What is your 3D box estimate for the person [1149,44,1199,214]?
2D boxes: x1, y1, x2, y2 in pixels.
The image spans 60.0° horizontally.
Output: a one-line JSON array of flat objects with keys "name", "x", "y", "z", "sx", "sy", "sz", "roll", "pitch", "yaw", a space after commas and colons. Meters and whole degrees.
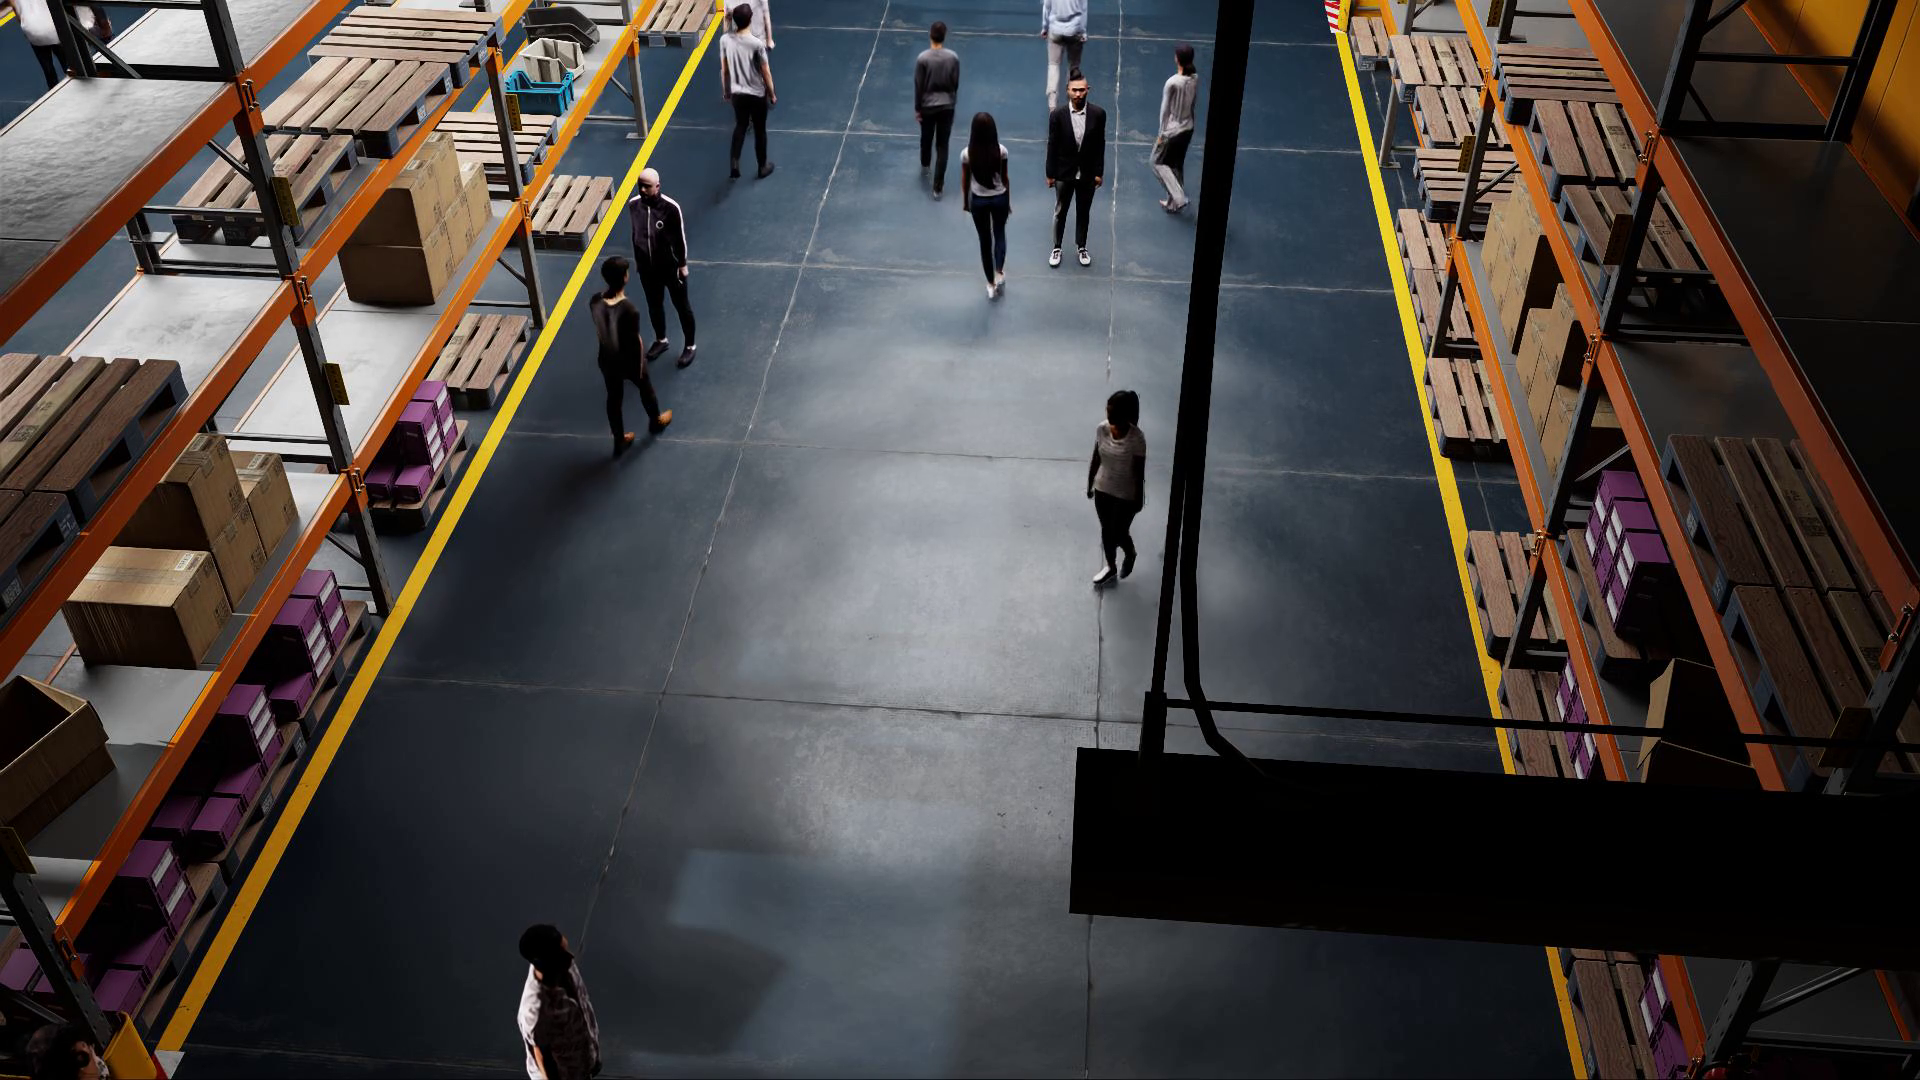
[{"name": "person", "x": 2.187, "y": -4.002, "z": 16.426, "sx": 0.796, "sy": 1.759, "sz": 0.860, "roll": -24, "pitch": 44, "yaw": -27}]

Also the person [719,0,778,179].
[{"name": "person", "x": -2.198, "y": -4.532, "z": 17.016, "sx": 0.831, "sy": 1.852, "sz": 0.974, "roll": 14, "pitch": 41, "yaw": 16}]

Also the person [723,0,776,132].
[{"name": "person", "x": -2.260, "y": -5.478, "z": 18.256, "sx": 0.978, "sy": 1.783, "sz": 1.303, "roll": 18, "pitch": 42, "yaw": 21}]

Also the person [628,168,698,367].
[{"name": "person", "x": -2.551, "y": -2.369, "z": 14.321, "sx": 0.695, "sy": 1.835, "sz": 0.641, "roll": 10, "pitch": 40, "yaw": 13}]

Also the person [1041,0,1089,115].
[{"name": "person", "x": 1.138, "y": -5.535, "z": 18.256, "sx": 0.729, "sy": 1.872, "sz": 1.079, "roll": 6, "pitch": 39, "yaw": 7}]

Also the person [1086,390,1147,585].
[{"name": "person", "x": 1.182, "y": -0.399, "z": 12.011, "sx": 0.714, "sy": 1.640, "sz": 0.760, "roll": 28, "pitch": 47, "yaw": 31}]

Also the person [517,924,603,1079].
[{"name": "person", "x": -1.975, "y": 2.508, "z": 8.234, "sx": 0.712, "sy": 1.810, "sz": 0.480, "roll": 2, "pitch": 39, "yaw": 3}]

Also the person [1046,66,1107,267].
[{"name": "person", "x": 1.088, "y": -3.516, "z": 15.666, "sx": 0.736, "sy": 1.950, "sz": 0.617, "roll": -1, "pitch": 39, "yaw": -2}]

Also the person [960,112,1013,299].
[{"name": "person", "x": 0.256, "y": -3.005, "z": 15.180, "sx": 0.662, "sy": 1.758, "sz": 0.696, "roll": 0, "pitch": 39, "yaw": 0}]

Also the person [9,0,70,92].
[{"name": "person", "x": -10.307, "y": -5.781, "z": 18.714, "sx": 0.712, "sy": 1.685, "sz": 0.692, "roll": -6, "pitch": 39, "yaw": -7}]

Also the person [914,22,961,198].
[{"name": "person", "x": -0.213, "y": -4.321, "z": 16.858, "sx": 0.759, "sy": 1.719, "sz": 1.125, "roll": -4, "pitch": 39, "yaw": -4}]

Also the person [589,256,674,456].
[{"name": "person", "x": -2.741, "y": -1.426, "z": 13.255, "sx": 0.758, "sy": 1.691, "sz": 0.933, "roll": 12, "pitch": 40, "yaw": 15}]

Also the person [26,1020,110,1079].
[{"name": "person", "x": -4.197, "y": 2.870, "z": 7.966, "sx": 0.773, "sy": 1.580, "sz": 0.995, "roll": -3, "pitch": 39, "yaw": -4}]
